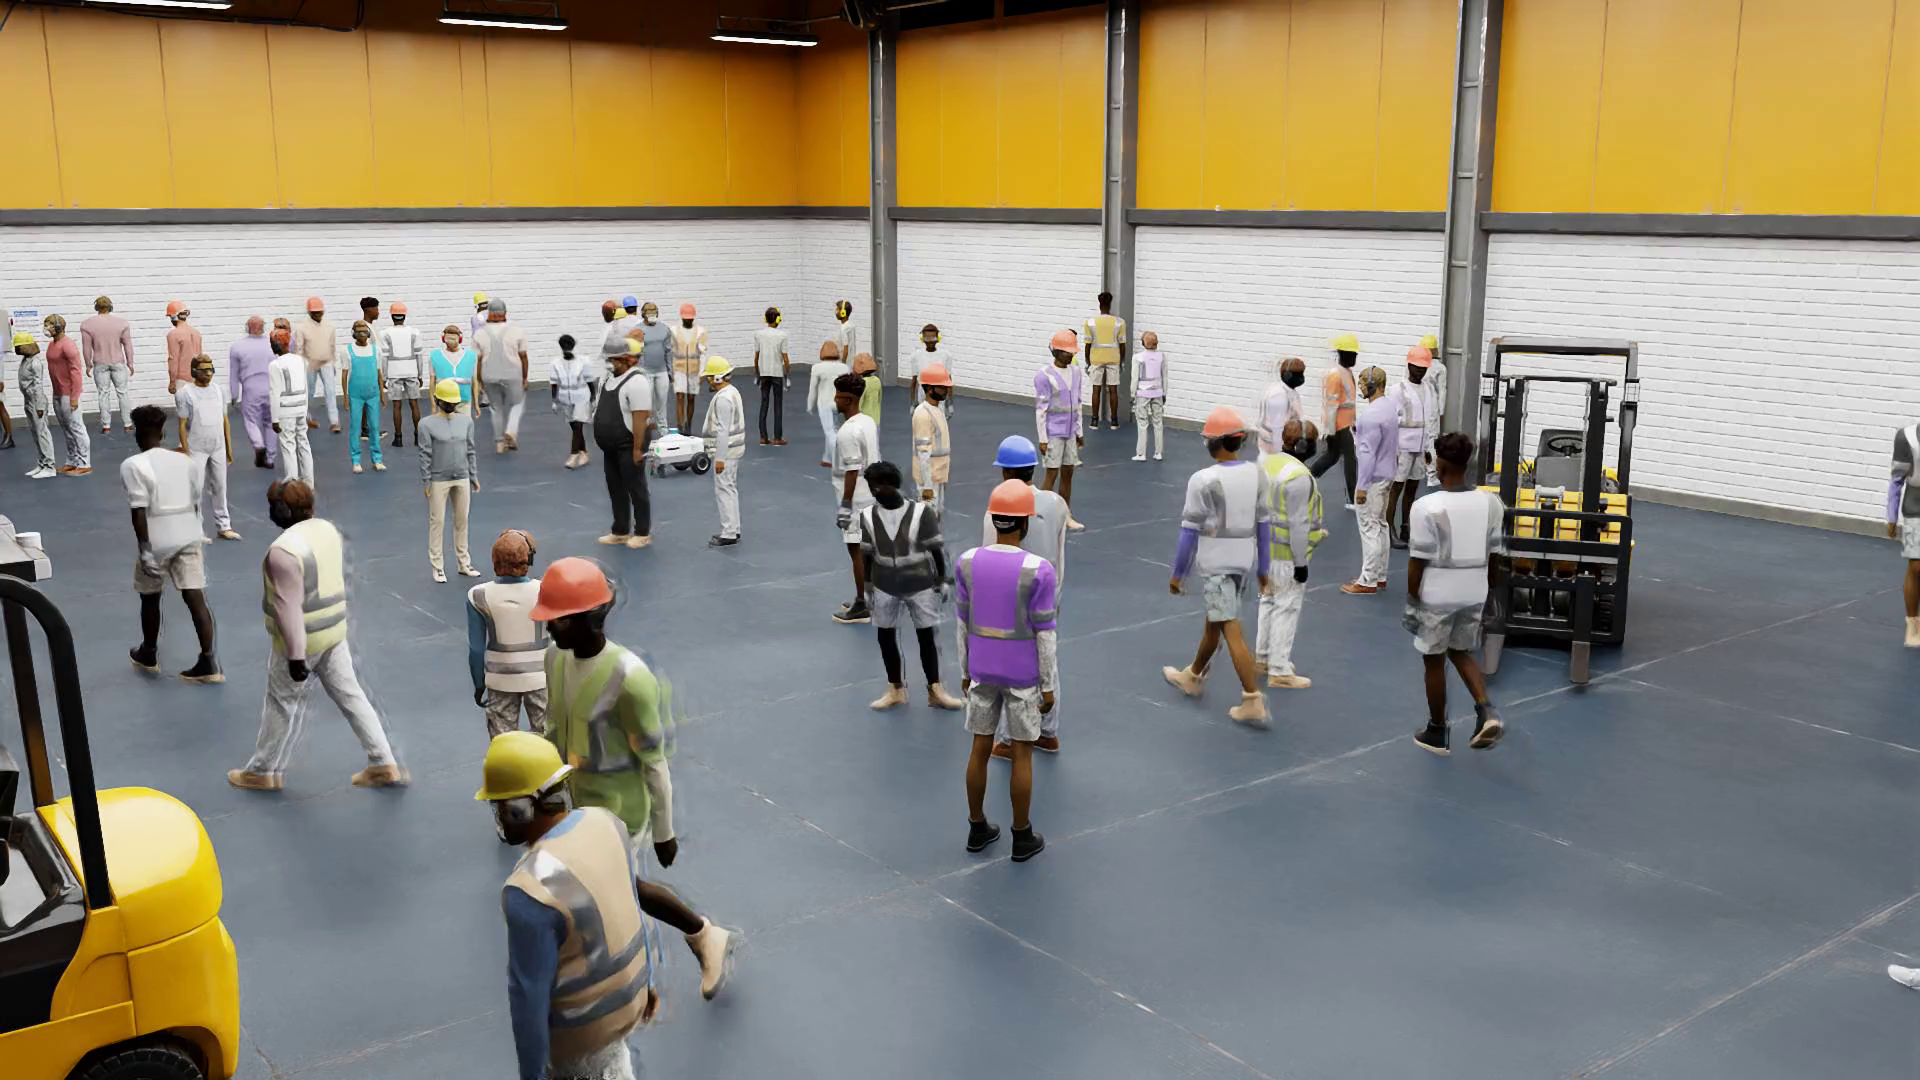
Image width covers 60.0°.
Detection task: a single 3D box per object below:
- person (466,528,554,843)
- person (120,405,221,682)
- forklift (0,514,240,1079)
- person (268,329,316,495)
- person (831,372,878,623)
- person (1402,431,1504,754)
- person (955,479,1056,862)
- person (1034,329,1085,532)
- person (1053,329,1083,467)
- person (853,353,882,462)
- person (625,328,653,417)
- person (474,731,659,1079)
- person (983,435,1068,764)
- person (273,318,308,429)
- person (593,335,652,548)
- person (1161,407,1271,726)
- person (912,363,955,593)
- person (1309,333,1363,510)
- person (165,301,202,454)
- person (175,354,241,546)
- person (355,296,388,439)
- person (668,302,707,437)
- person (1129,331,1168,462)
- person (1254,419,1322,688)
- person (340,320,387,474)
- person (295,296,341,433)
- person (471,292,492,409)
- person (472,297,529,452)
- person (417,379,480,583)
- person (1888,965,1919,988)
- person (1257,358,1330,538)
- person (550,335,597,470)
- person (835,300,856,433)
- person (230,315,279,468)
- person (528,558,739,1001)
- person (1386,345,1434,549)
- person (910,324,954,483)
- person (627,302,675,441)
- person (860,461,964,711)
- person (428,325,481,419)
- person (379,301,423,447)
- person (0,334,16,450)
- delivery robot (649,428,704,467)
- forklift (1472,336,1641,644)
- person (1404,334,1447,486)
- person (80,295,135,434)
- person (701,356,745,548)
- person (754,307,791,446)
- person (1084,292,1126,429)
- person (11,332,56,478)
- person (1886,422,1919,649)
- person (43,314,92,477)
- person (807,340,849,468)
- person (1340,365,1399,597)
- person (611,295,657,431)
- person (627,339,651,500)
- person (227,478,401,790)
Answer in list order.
[{"bbox_3d":[-2.258,0.754,8.565,0.513,1.641,0.309,-1,12,-6],"label":"person"},{"bbox_3d":[-5.492,0.023,11.492,1.010,1.884,0.614,7,14,31],"label":"person"},{"bbox_3d":[-3.687,1.115,5.480,2.313,2.155,1.214,-9,15,-36],"label":"forklift"},{"bbox_3d":[-7.383,-1.383,18.315,0.360,1.880,0.575,3,12,16],"label":"person"},{"bbox_3d":[-0.819,-0.330,13.010,0.370,1.965,0.608,3,12,13],"label":"person"},{"bbox_3d":[2.931,0.337,9.821,0.616,1.948,0.532,-4,12,-20],"label":"person"},{"bbox_3d":[0.241,0.652,8.362,0.544,1.930,0.389,6,13,28],"label":"person"},{"bbox_3d":[1.008,-1.062,16.398,0.613,2.033,0.412,-11,16,-43],"label":"person"},{"bbox_3d":[1.329,-1.758,20.562,0.315,1.696,0.541,-4,12,-20],"label":"person"},{"bbox_3d":[-1.020,-1.232,18.193,0.271,1.627,0.501,6,13,26],"label":"person"},{"bbox_3d":[-4.203,-1.936,21.611,0.538,1.610,0.569,5,13,23],"label":"person"},{"bbox_3d":[-1.140,1.425,5.048,0.935,1.765,0.625,2,12,9],"label":"person"},{"bbox_3d":[0.366,0.351,9.797,0.610,1.939,0.419,-9,15,-38],"label":"person"},{"bbox_3d":[-9.471,-2.326,23.488,0.328,1.627,0.525,-2,12,-11],"label":"person"},{"bbox_3d":[-3.201,-0.941,15.779,0.535,2.000,0.703,-8,14,-35],"label":"person"},{"bbox_3d":[1.658,0.146,10.642,0.618,1.990,1.059,-7,14,-32],"label":"person"},{"bbox_3d":[-0.214,-0.529,14.041,0.356,1.936,0.551,2,12,10],"label":"person"},{"bbox_3d":[3.998,-1.263,17.686,0.913,1.897,0.585,4,12,20],"label":"person"},{"bbox_3d":[-10.029,-2.097,21.523,0.411,1.980,0.629,2,12,10],"label":"person"},{"bbox_3d":[-7.220,-0.869,15.941,0.349,1.837,0.502,8,14,34],"label":"person"},{"bbox_3d":[-8.110,-2.364,22.858,0.373,1.959,0.605,-2,12,-9],"label":"person"},{"bbox_3d":[-3.728,-2.303,22.742,0.555,1.879,0.959,-3,12,-13],"label":"person"},{"bbox_3d":[2.372,-1.799,20.896,0.523,1.639,0.309,-4,13,-21],"label":"person"},{"bbox_3d":[2.243,0.082,11.367,0.431,1.834,0.633,-1,12,-6],"label":"person"},{"bbox_3d":[-7.184,-1.729,20.060,0.507,1.847,0.343,-8,14,-35],"label":"person"},{"bbox_3d":[-9.141,-2.492,23.569,0.639,1.941,1.023,-10,15,-40],"label":"person"},{"bbox_3d":[-7.445,-2.964,26.074,0.404,1.826,0.587,5,13,23],"label":"person"},{"bbox_3d":[-5.924,-2.126,21.505,0.698,2.000,0.645,-1,12,-3],"label":"person"},{"bbox_3d":[-4.419,-0.518,14.426,0.522,1.761,0.322,-11,16,-43],"label":"person"},{"bbox_3d":[4.264,1.061,6.526,0.591,1.877,0.961,-10,15,-40],"label":"person"},{"bbox_3d":[3.085,-0.893,16.208,0.993,1.783,0.644,5,13,23],"label":"person"},{"bbox_3d":[-4.731,-1.677,20.268,0.539,1.638,0.824,2,12,11],"label":"person"},{"bbox_3d":[-1.622,-2.432,23.389,0.329,1.876,0.508,1,12,7],"label":"person"},{"bbox_3d":[-8.478,-1.779,20.186,0.671,1.889,0.596,-7,14,-32],"label":"person"},{"bbox_3d":[-1.293,1.007,6.529,0.978,1.997,0.612,-9,15,-38],"label":"person"},{"bbox_3d":[4.284,-0.882,15.754,0.548,1.934,0.376,-8,14,-33],"label":"person"},{"bbox_3d":[-0.326,-1.585,19.336,0.505,1.864,0.331,0,12,1],"label":"person"},{"bbox_3d":[-4.124,-2.222,22.255,0.636,1.928,0.386,-9,14,-36],"label":"person"},{"bbox_3d":[-0.306,0.309,10.671,0.685,1.661,0.340,3,12,13],"label":"person"},{"bbox_3d":[-5.880,-1.581,19.368,0.563,1.836,0.389,-5,13,-24],"label":"person"},{"bbox_3d":[-7.429,-2.208,22.151,0.547,1.938,0.359,-6,13,-26],"label":"person"},{"bbox_3d":[-12.803,-2.137,21.840,0.542,1.927,0.380,2,12,8],"label":"person"},{"bbox_3d":[-3.419,-1.091,19.883,0.707,0.478,0.477,-11,16,-43],"label":"delivery robot"},{"bbox_3d":[4.683,-0.471,13.136,1.214,2.155,2.313,4,12,20],"label":"forklift"},{"bbox_3d":[5.358,-1.496,19.179,0.487,1.744,0.312,7,14,31],"label":"person"},{"bbox_3d":[-11.928,-2.451,23.321,0.635,1.937,0.352,-6,13,-27],"label":"person"},{"bbox_3d":[-2.250,-0.841,15.849,0.403,1.817,0.601,0,12,-1],"label":"person"},{"bbox_3d":[-2.504,-2.178,22.214,0.524,1.857,0.345,4,12,17],"label":"person"},{"bbox_3d":[2.069,-2.557,23.764,0.607,1.966,0.367,1,12,3],"label":"person"},{"bbox_3d":[-11.000,-1.602,19.720,0.483,1.737,0.320,11,16,43],"label":"person"},{"bbox_3d":[7.153,-0.202,12.224,0.633,2.030,0.470,5,13,21],"label":"person"},{"bbox_3d":[-10.635,-1.721,19.795,0.633,1.938,0.356,11,16,42],"label":"person"},{"bbox_3d":[-1.548,-1.614,20.115,0.495,1.595,0.830,-7,14,-31],"label":"person"},{"bbox_3d":[3.450,-0.493,13.903,0.385,1.929,0.635,6,13,28],"label":"person"},{"bbox_3d":[-4.647,-2.506,23.632,0.634,1.928,0.423,4,12,18],"label":"person"},{"bbox_3d":[-3.595,-1.329,18.316,0.301,1.772,0.525,2,12,8],"label":"person"},{"bbox_3d":[-3.635,0.535,9.281,0.982,1.792,0.645,2,12,10],"label":"person"}]
